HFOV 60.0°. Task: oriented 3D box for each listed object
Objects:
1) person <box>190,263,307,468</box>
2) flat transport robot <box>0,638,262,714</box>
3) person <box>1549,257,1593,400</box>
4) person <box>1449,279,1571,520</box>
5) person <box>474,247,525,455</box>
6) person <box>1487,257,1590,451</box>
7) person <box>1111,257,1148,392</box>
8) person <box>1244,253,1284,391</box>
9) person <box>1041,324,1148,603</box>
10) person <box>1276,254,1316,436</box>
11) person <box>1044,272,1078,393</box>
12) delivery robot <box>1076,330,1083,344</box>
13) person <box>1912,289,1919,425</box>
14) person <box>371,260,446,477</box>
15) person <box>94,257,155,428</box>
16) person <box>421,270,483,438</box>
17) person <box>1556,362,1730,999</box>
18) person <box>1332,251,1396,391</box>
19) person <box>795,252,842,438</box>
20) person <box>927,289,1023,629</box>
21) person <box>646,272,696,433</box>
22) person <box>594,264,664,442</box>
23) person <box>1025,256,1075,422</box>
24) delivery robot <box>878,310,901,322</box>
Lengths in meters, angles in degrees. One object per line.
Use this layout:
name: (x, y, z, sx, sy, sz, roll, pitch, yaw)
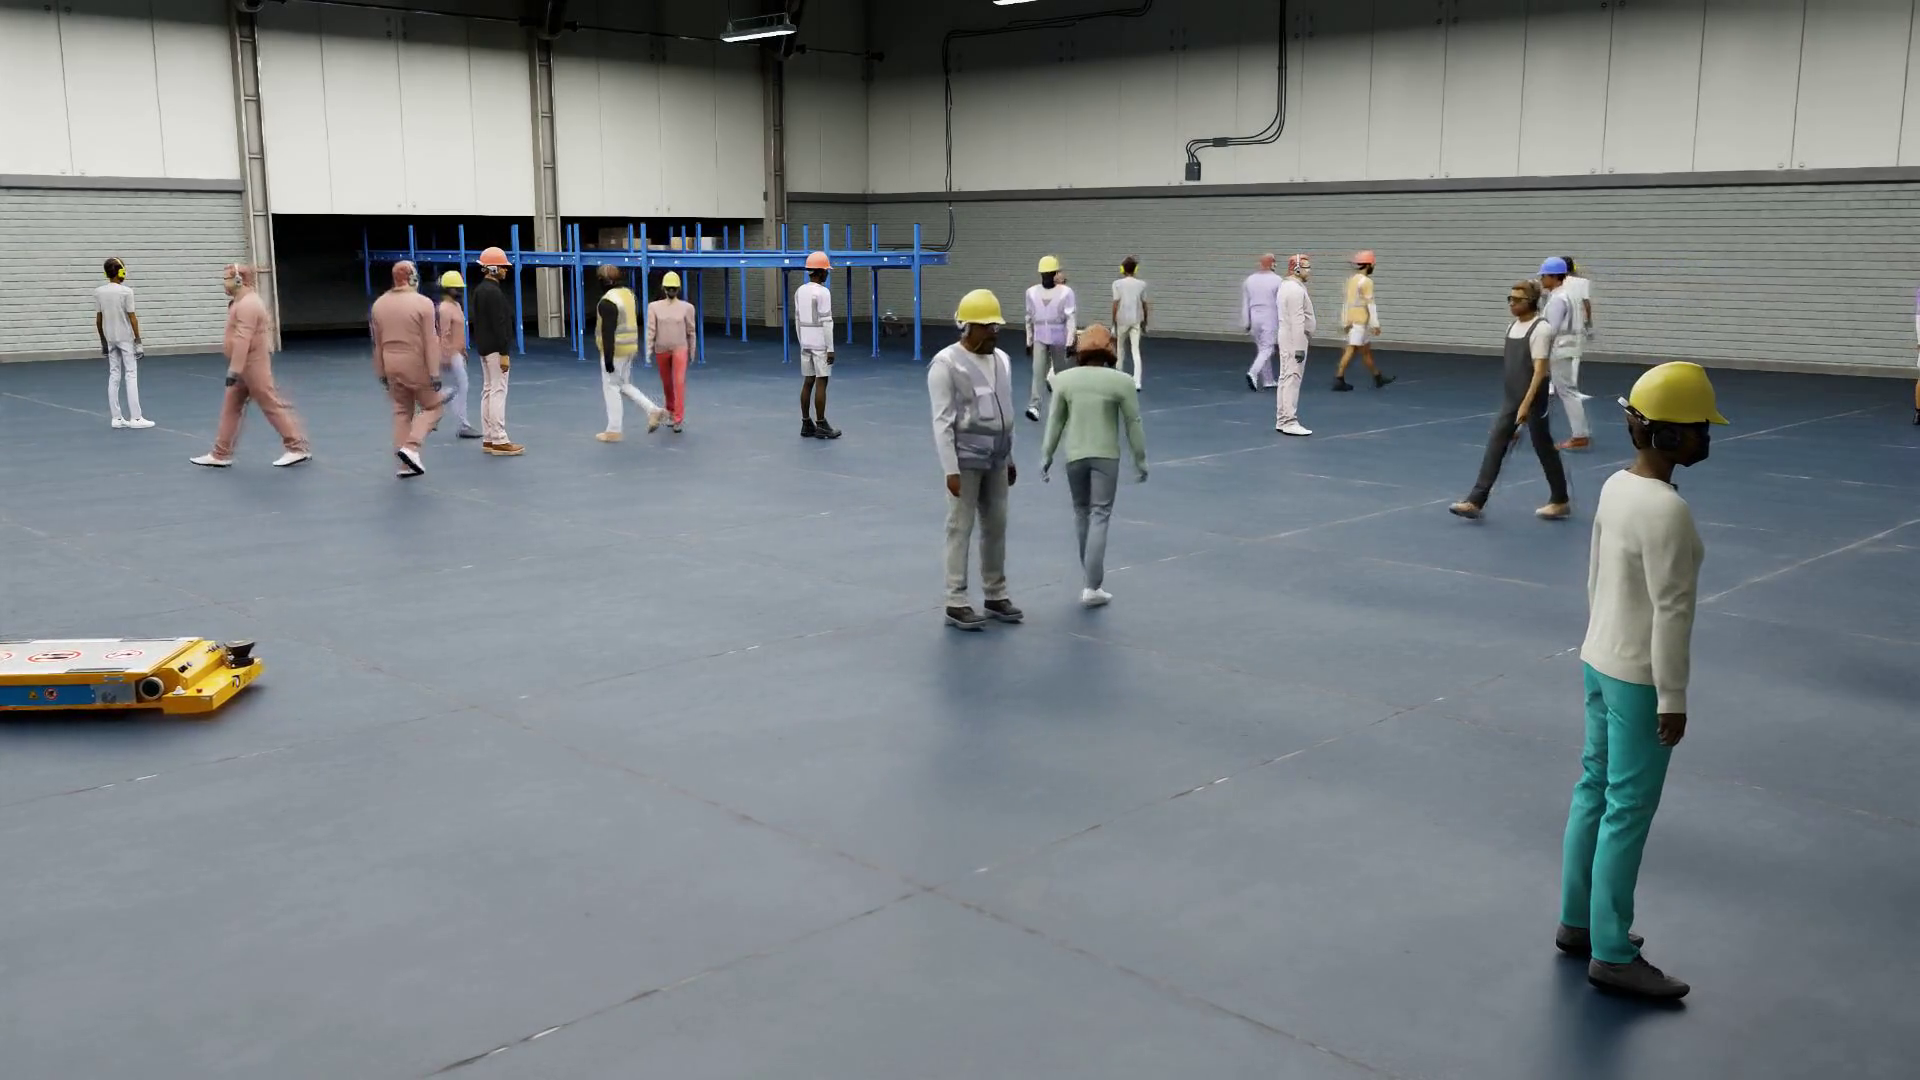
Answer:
person: (-6.504, -1.581, 15.159, 0.987, 1.859, 0.650, -6, 12, -31)
flat transport robot: (-4.036, 0.620, 7.594, 1.431, 0.197, 0.652, -1, 10, -4)
person: (7.878, -2.746, 21.591, 0.654, 1.835, 0.392, 9, 14, 41)
person: (4.170, -1.031, 12.351, 1.010, 1.795, 0.515, -4, 11, -20)
person: (-4.504, -1.835, 16.156, 0.384, 1.993, 0.622, -6, 12, -31)
person: (5.809, -1.835, 16.432, 0.985, 1.892, 0.636, 3, 11, 18)
person: (2.325, -2.956, 22.774, 0.558, 1.822, 1.000, -1, 10, -8)
person: (4.187, -2.997, 22.837, 0.653, 1.875, 0.900, 10, 14, 43)
person: (0.801, -0.463, 9.765, 0.597, 1.589, 0.818, 4, 11, 21)
person: (3.585, -2.082, 17.748, 0.409, 1.907, 0.651, 0, 10, -1)
person: (1.298, -2.793, 22.406, 0.524, 1.612, 0.739, 7, 12, 32)
delivery robot: (1.940, -3.663, 29.916, 0.477, 0.478, 0.707, 6, 12, 29)
person: (10.969, -2.252, 18.597, 0.359, 1.936, 0.544, -6, 12, -29)
person: (-4.810, -1.495, 14.586, 0.671, 1.890, 0.438, 4, 11, 21)
person: (-9.245, -2.173, 18.337, 0.517, 1.875, 0.328, 2, 11, 11)
person: (-5.362, -1.950, 17.454, 0.591, 1.747, 0.530, -1, 10, -3)
person: (1.936, 0.382, 4.697, 0.326, 1.767, 0.533, 0, 10, 2)
person: (5.550, -2.989, 22.743, 0.978, 1.882, 0.572, -2, 11, -10)
person: (-1.490, -2.051, 17.492, 0.360, 1.936, 0.552, -9, 14, -40)
person: (0.093, -0.443, 9.038, 0.403, 1.826, 0.613, 10, 14, 44)
person: (-3.157, -2.077, 18.253, 0.522, 1.727, 0.918, 0, 10, 0)
person: (-3.455, -1.923, 17.141, 0.628, 1.820, 0.648, 2, 11, 10)
person: (1.015, -2.293, 19.001, 0.609, 1.869, 1.022, 3, 11, 17)
delivery robot: (-1.484, -4.731, 35.030, 0.335, 0.223, 0.698, -6, 12, -28)
